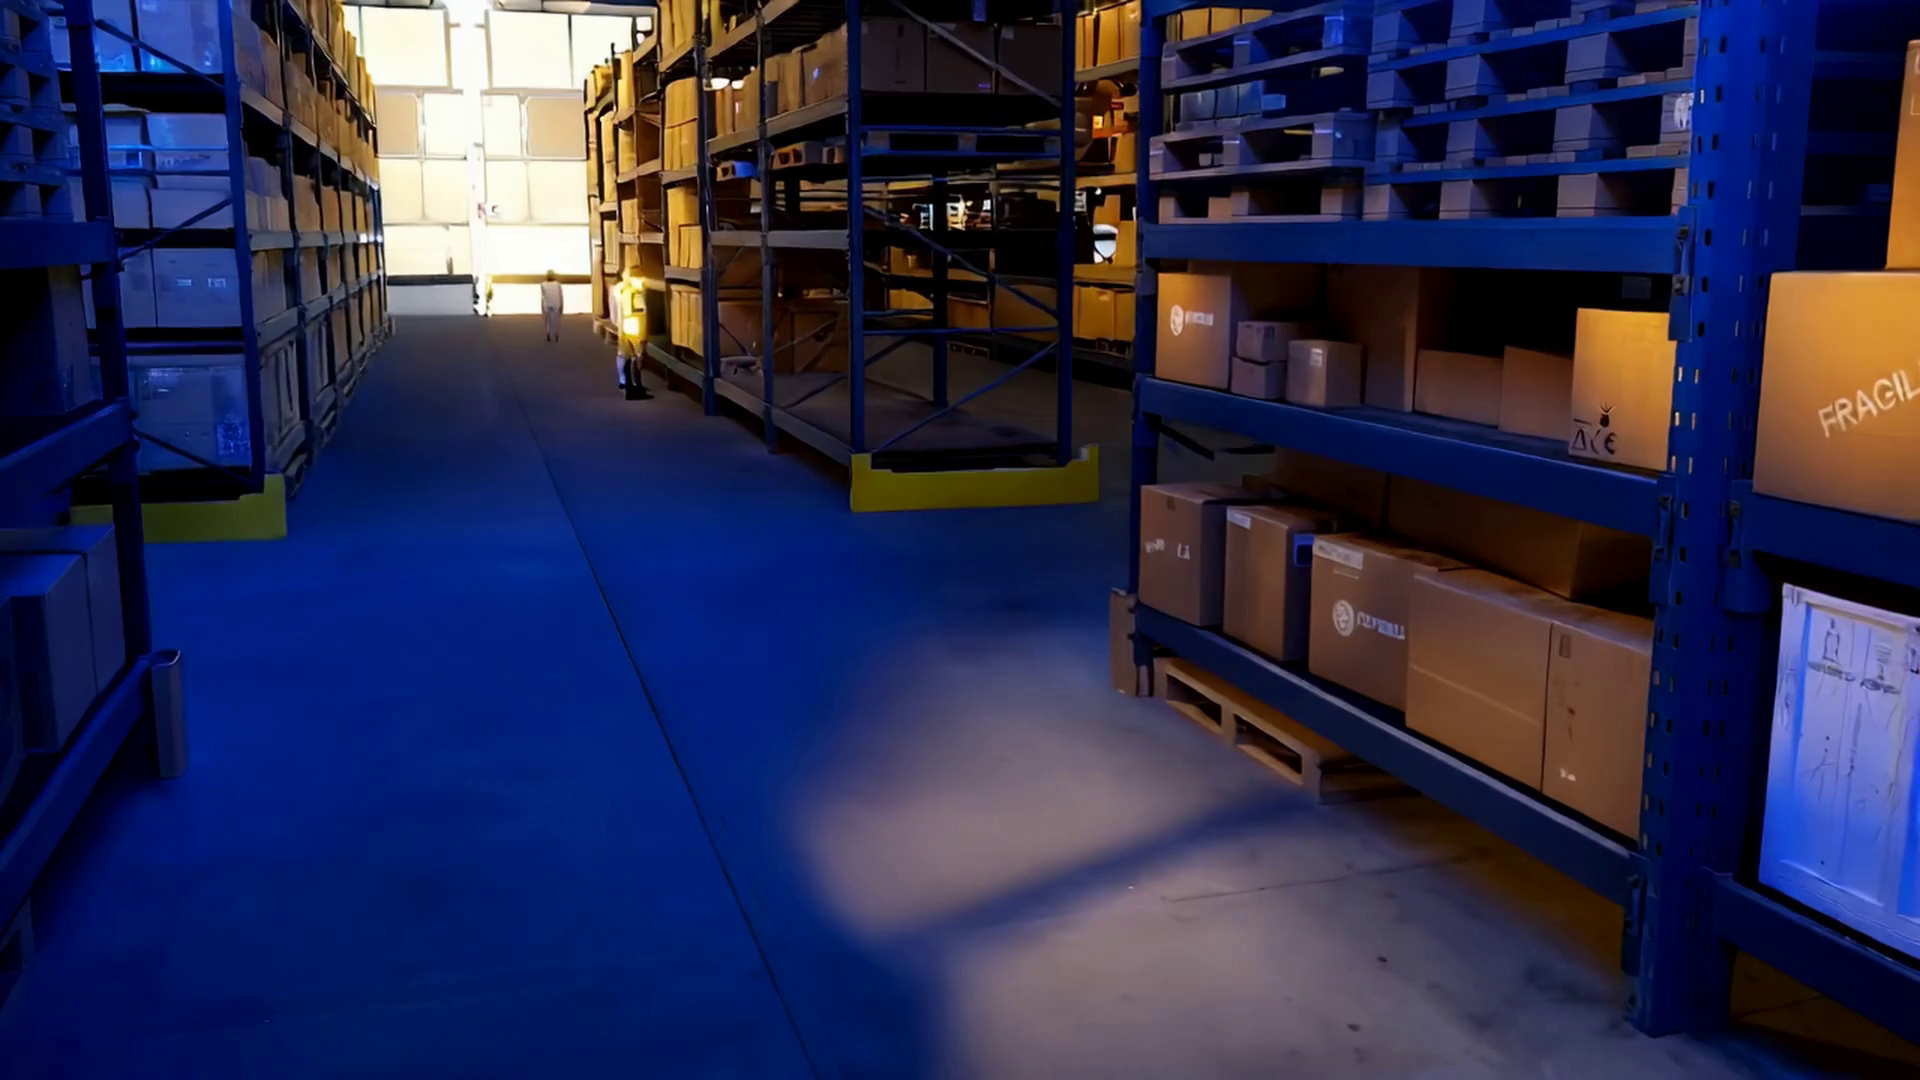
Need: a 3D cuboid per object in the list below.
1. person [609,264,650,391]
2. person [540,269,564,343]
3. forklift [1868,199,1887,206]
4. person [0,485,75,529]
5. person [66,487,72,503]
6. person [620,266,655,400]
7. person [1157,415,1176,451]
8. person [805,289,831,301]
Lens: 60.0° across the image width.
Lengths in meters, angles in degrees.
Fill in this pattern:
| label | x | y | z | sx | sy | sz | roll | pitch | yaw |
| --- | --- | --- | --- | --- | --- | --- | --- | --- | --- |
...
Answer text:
| label | x | y | z | sx | sy | sz | roll | pitch | yaw |
| --- | --- | --- | --- | --- | --- | --- | --- | --- | --- |
| person | -5.026 | -3.218 | 25.291 | 0.627 | 1.941 | 0.371 | 6 | 12 | 30 |
| person | -9.091 | -5.209 | 37.064 | 0.513 | 1.630 | 0.359 | -2 | 10 | -8 |
| forklift | 11.338 | -2.915 | 21.052 | 1.129 | 2.768 | 1.873 | -3 | 11 | -17 |
| person | -4.741 | -0.146 | 8.632 | 0.696 | 1.870 | 0.685 | -1 | 10 | -8 |
| person | -5.258 | -0.347 | 9.293 | 0.392 | 2.035 | 0.605 | 4 | 11 | 21 |
| person | -4.666 | -2.979 | 24.016 | 0.377 | 1.928 | 0.542 | -8 | 13 | -38 |
| person | 2.263 | -1.898 | 18.242 | 0.662 | 1.858 | 0.965 | 1 | 10 | 6 |
| person | -3.496 | -6.015 | 40.958 | 0.635 | 1.818 | 0.723 | -1 | 10 | -5 |
